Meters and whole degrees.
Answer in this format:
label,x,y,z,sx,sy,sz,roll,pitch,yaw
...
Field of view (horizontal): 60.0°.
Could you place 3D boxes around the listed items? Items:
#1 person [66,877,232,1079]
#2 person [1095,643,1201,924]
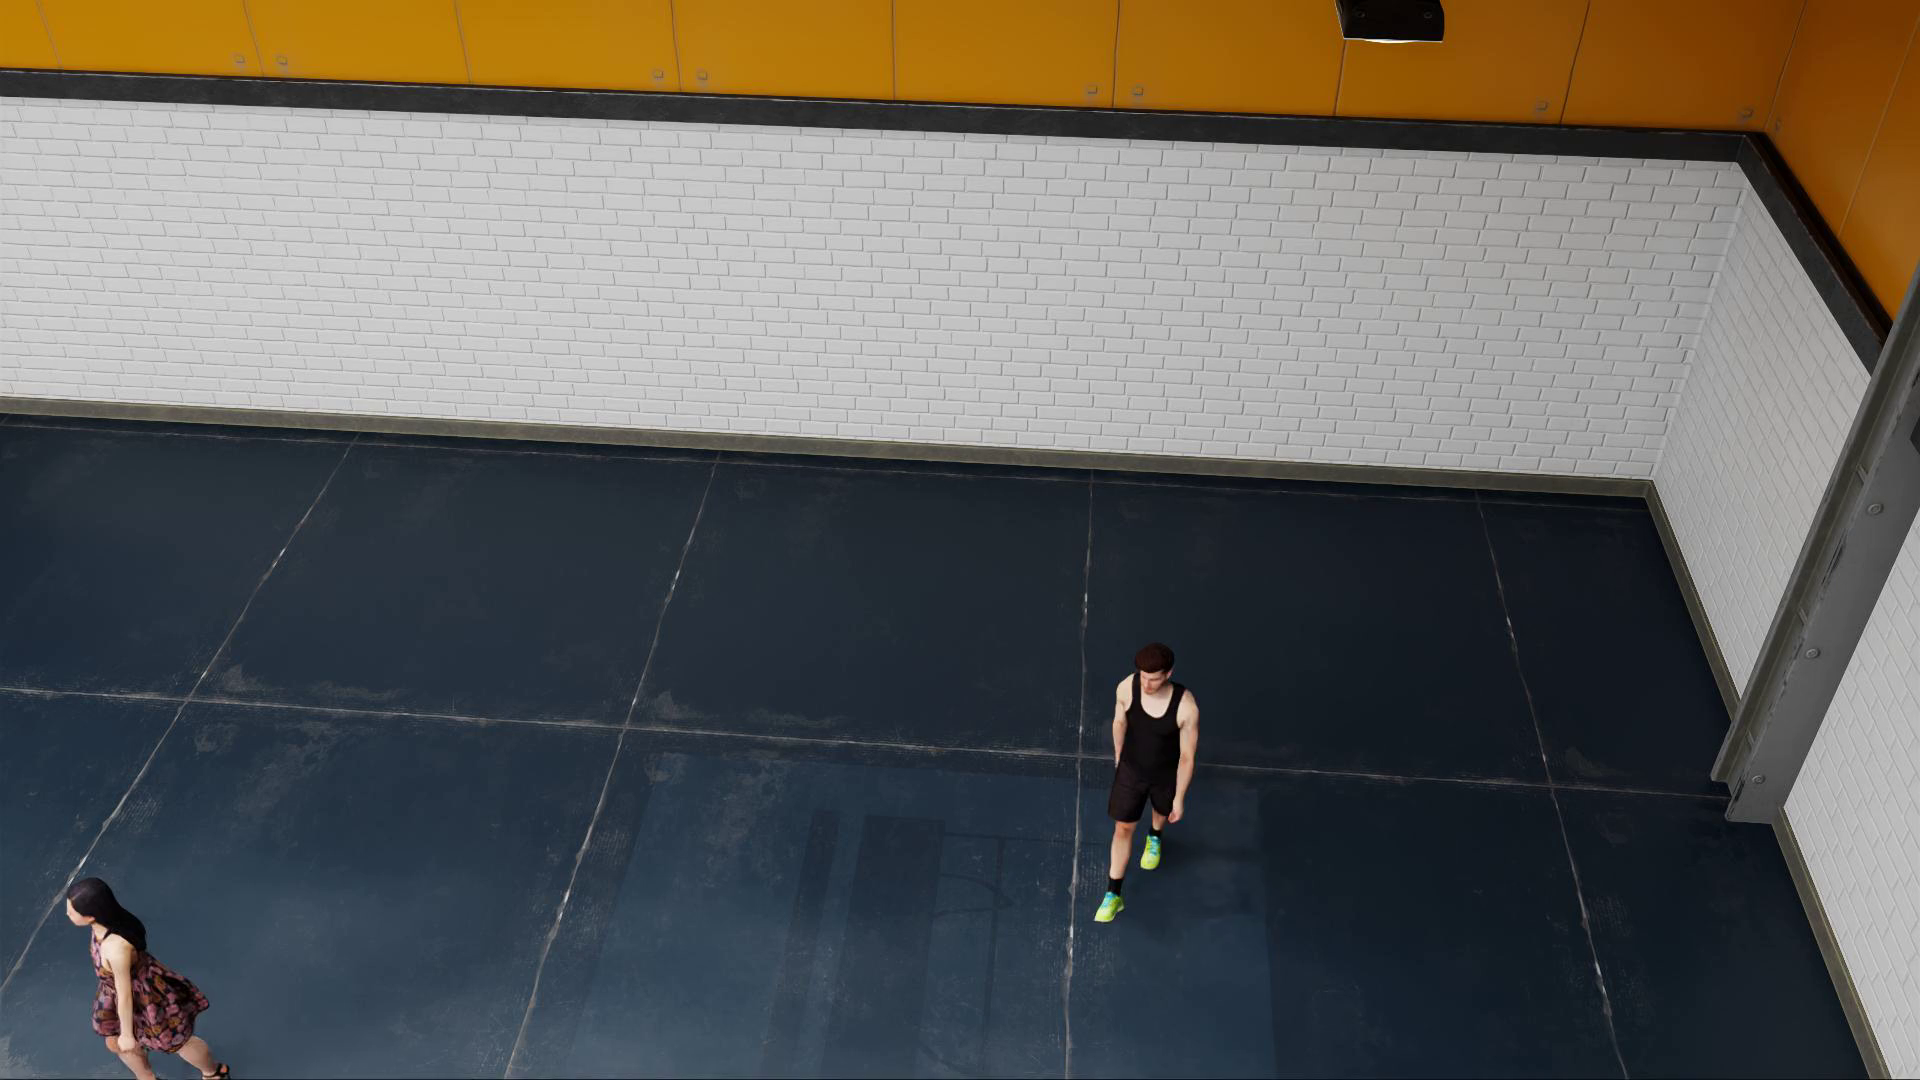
label,x,y,z,sx,sy,sz,roll,pitch,yaw
person,-3.975,2.262,8.296,0.908,1.759,0.852,-26,46,-29
person,1.130,1.244,9.499,0.857,1.849,1.174,12,40,15
